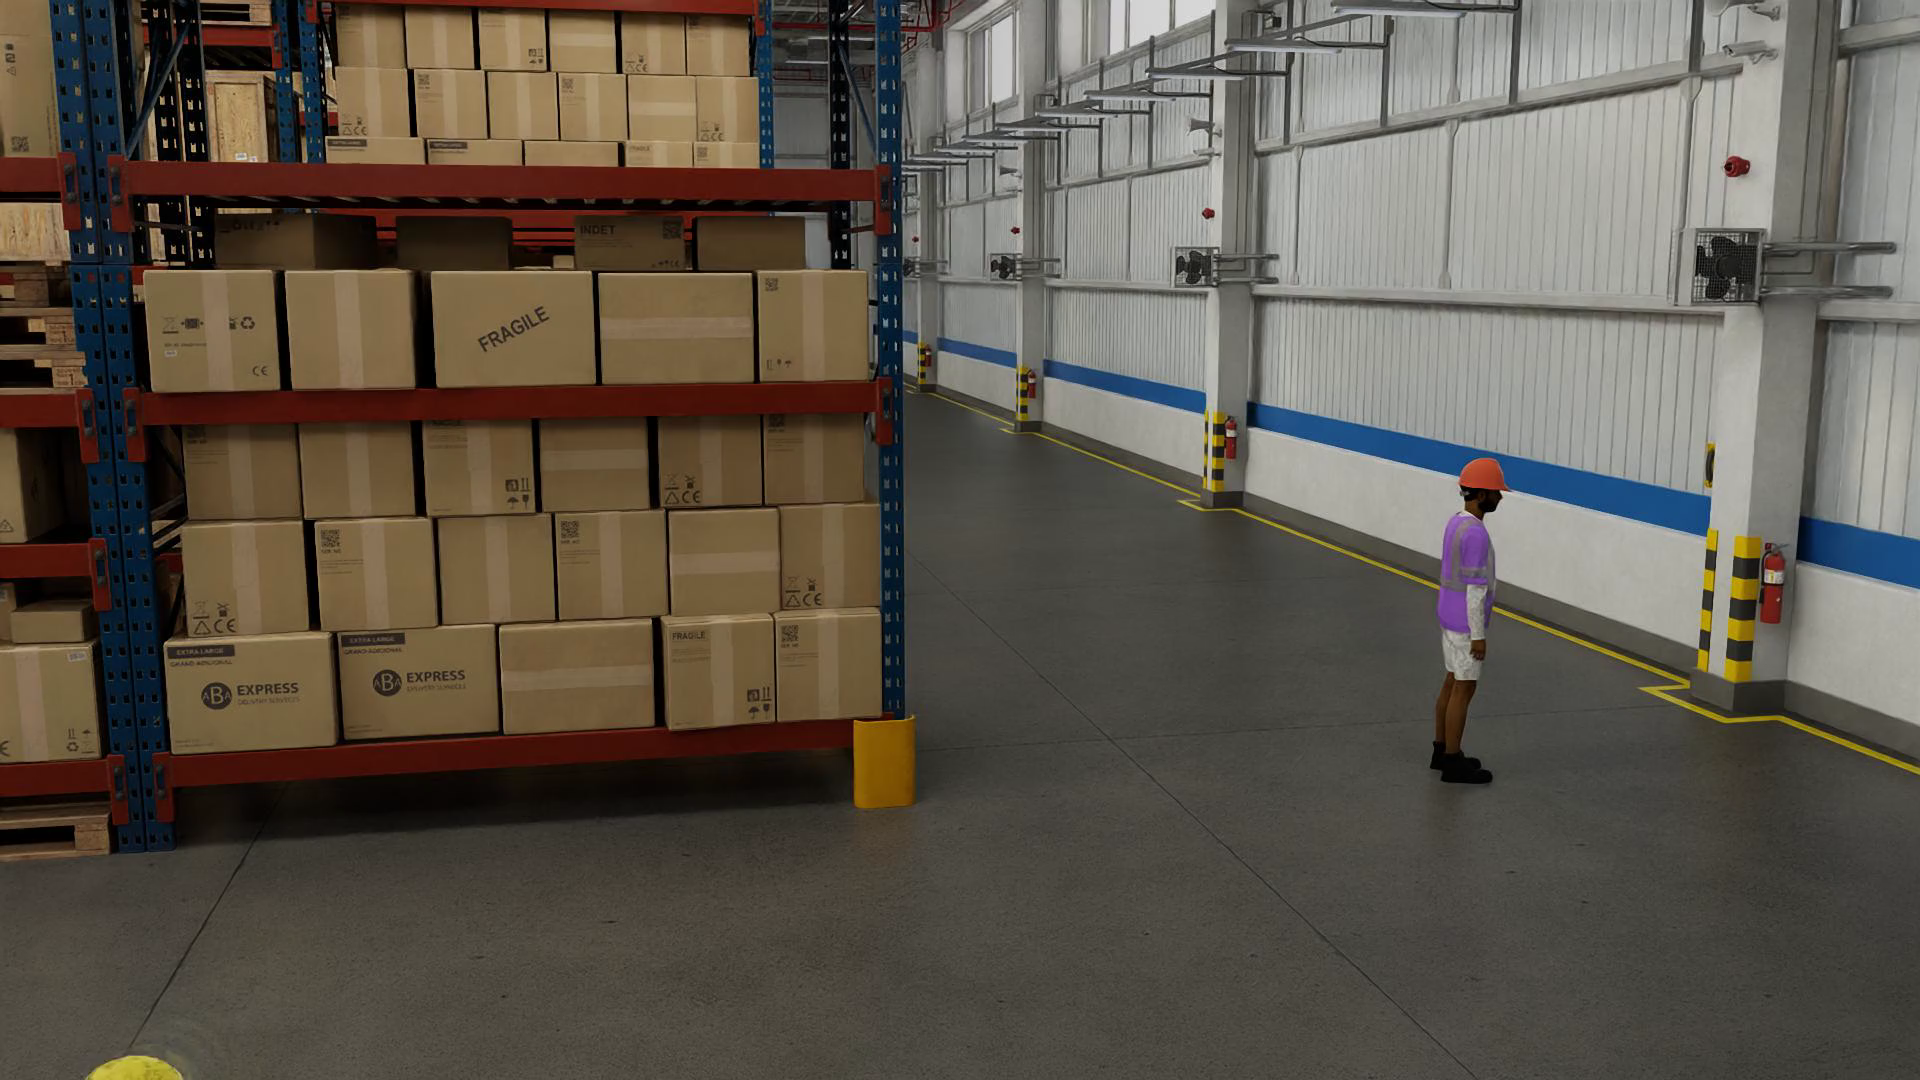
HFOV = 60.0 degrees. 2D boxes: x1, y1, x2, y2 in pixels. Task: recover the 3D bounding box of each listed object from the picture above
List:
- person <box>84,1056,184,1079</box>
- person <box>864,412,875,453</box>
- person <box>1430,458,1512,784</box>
[{"bbox_3d":[-1.483,1.722,2.917,0.521,1.681,0.880,1,9,4],"label":"person"},{"bbox_3d":[-1.427,-1.493,22.264,0.602,1.784,0.954,0,9,-3],"label":"person"},{"bbox_3d":[3.018,0.475,9.820,0.385,1.930,0.540,1,9,7],"label":"person"}]
